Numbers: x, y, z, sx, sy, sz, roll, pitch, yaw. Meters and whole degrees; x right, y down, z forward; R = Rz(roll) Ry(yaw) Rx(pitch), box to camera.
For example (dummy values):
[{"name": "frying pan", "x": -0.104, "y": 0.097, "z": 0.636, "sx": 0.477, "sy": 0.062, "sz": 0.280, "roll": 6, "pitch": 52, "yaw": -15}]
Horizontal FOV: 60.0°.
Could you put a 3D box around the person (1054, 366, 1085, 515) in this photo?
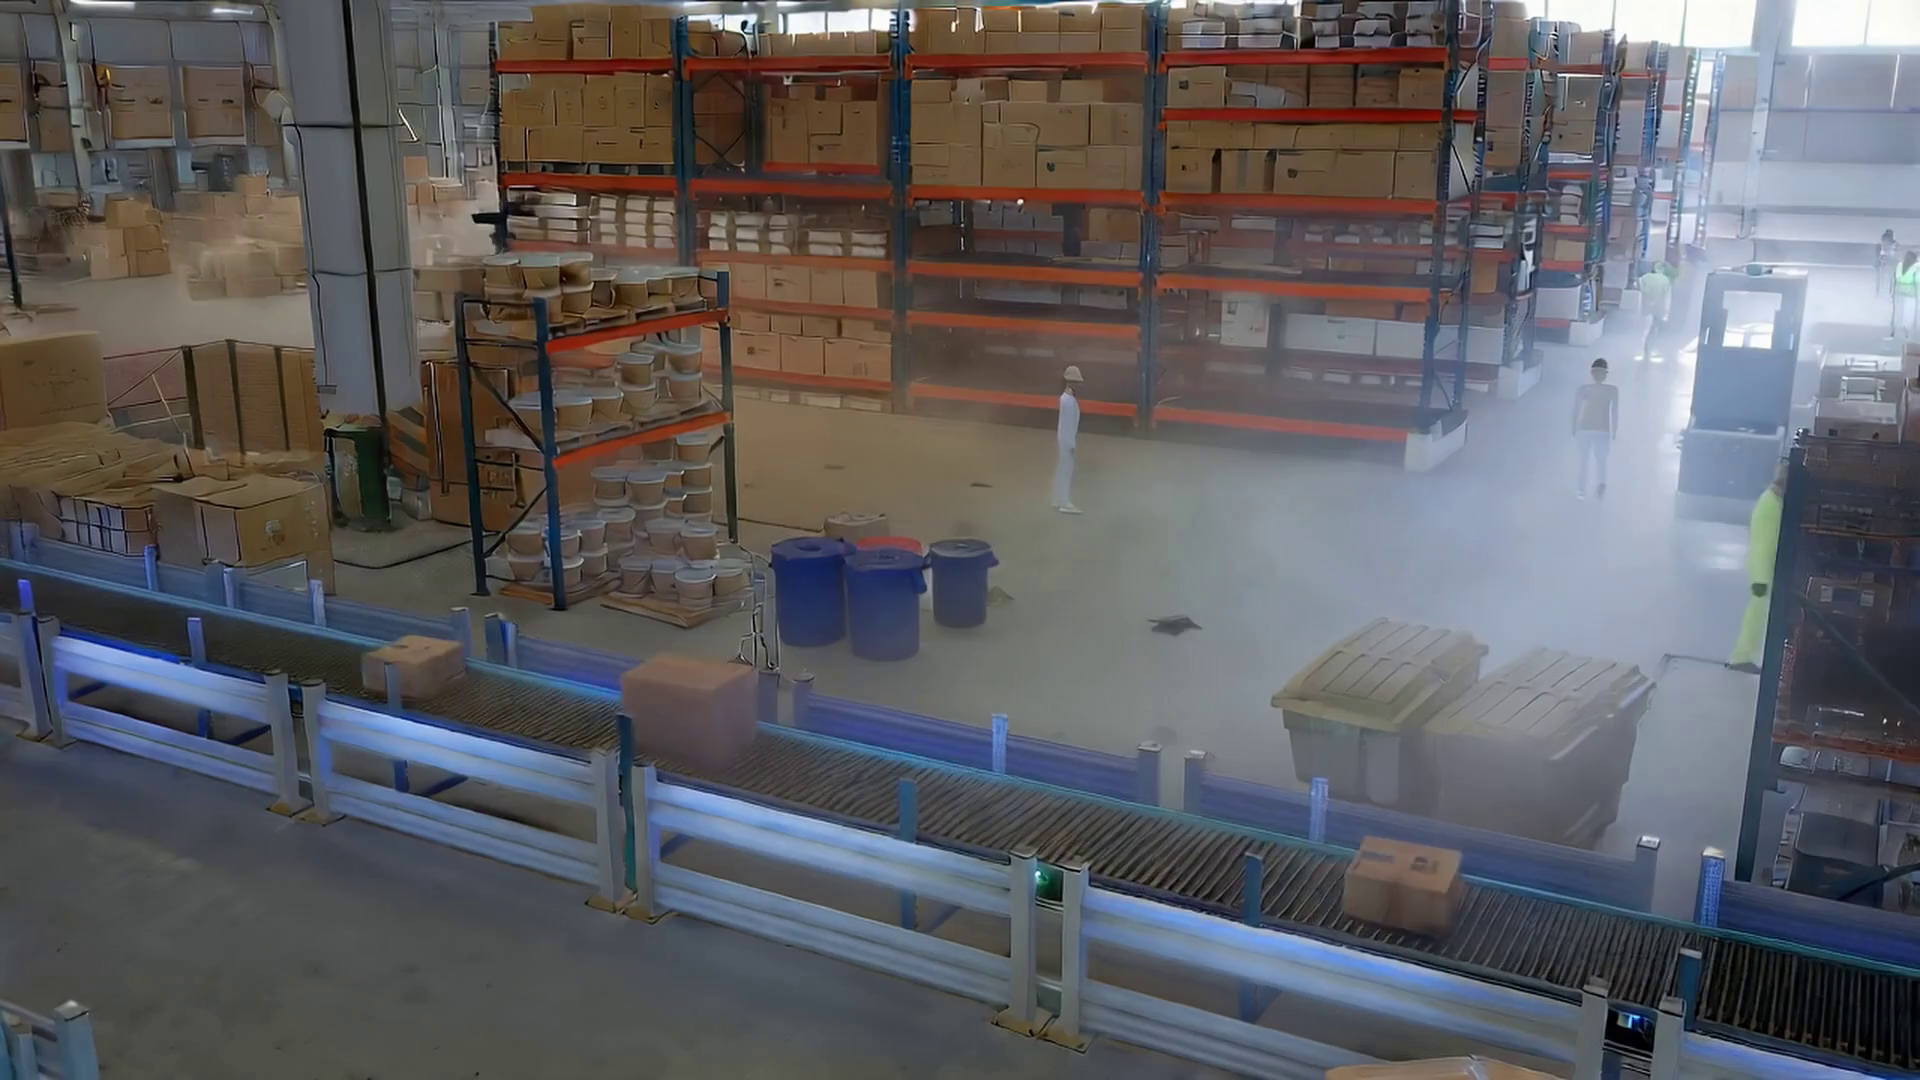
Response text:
[{"name": "person", "x": 1.307, "y": -1.191, "z": 19.716, "sx": 0.329, "sy": 1.765, "sz": 0.533, "roll": -1, "pitch": 15, "yaw": -5}]

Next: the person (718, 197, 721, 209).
[{"name": "person", "x": -7.733, "y": -9.982, "z": 52.678, "sx": 0.633, "sy": 1.816, "sz": 0.828, "roll": 6, "pitch": 16, "yaw": 22}]

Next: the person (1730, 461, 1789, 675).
[{"name": "person", "x": 6.957, "y": 0.274, "z": 13.969, "sx": 0.785, "sy": 1.881, "sz": 0.673, "roll": 9, "pitch": 17, "yaw": 29}]

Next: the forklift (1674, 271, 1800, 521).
[{"name": "forklift", "x": 9.269, "y": -1.763, "z": 19.726, "sx": 1.129, "sy": 2.768, "sz": 1.873, "roll": 8, "pitch": 17, "yaw": 27}]

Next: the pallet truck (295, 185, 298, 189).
[{"name": "pallet truck", "x": -26.804, "y": -14.617, "z": 69.738, "sx": 1.885, "sy": 1.965, "sz": 0.823, "roll": -14, "pitch": 20, "yaw": -42}]

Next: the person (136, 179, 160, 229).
[{"name": "person", "x": -30.465, "y": -12.491, "z": 61.997, "sx": 0.583, "sy": 1.881, "sz": 1.010, "roll": 13, "pitch": 19, "yaw": 39}]

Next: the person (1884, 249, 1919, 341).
[{"name": "person", "x": 19.237, "y": -4.988, "z": 33.855, "sx": 0.429, "sy": 1.838, "sz": 0.621, "roll": -11, "pitch": 18, "yaw": -34}]

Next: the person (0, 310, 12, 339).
[{"name": "person", "x": -15.764, "y": -3.194, "z": 27.079, "sx": 0.927, "sy": 1.847, "sz": 0.604, "roll": -2, "pitch": 15, "yaw": -7}]

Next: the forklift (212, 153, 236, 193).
[{"name": "forklift", "x": -26.967, "y": -12.815, "z": 61.276, "sx": 1.873, "sy": 2.768, "sz": 1.129, "roll": 4, "pitch": 15, "yaw": 13}]

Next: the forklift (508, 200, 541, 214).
[{"name": "forklift", "x": -8.750, "y": -5.541, "z": 33.931, "sx": 1.873, "sy": 2.768, "sz": 1.129, "roll": 8, "pitch": 17, "yaw": 28}]

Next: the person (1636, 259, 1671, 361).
[{"name": "person", "x": 13.018, "y": -4.309, "z": 31.190, "sx": 0.399, "sy": 1.899, "sz": 0.650, "roll": -9, "pitch": 17, "yaw": -30}]

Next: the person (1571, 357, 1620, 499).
[{"name": "person", "x": 7.757, "y": -1.350, "z": 20.340, "sx": 0.534, "sy": 1.752, "sz": 0.458, "roll": 3, "pitch": 15, "yaw": 12}]

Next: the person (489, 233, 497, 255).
[{"name": "person", "x": -10.193, "y": -5.816, "z": 36.769, "sx": 0.379, "sy": 1.940, "sz": 0.629, "roll": -5, "pitch": 16, "yaw": -18}]

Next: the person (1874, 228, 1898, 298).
[{"name": "person", "x": 22.721, "y": -6.791, "z": 40.872, "sx": 0.488, "sy": 1.705, "sz": 0.860, "roll": 8, "pitch": 17, "yaw": 27}]

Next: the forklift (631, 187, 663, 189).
[{"name": "forklift", "x": -8.898, "y": -9.150, "z": 47.498, "sx": 1.129, "sy": 2.768, "sz": 1.873, "roll": 1, "pitch": 15, "yaw": 2}]
